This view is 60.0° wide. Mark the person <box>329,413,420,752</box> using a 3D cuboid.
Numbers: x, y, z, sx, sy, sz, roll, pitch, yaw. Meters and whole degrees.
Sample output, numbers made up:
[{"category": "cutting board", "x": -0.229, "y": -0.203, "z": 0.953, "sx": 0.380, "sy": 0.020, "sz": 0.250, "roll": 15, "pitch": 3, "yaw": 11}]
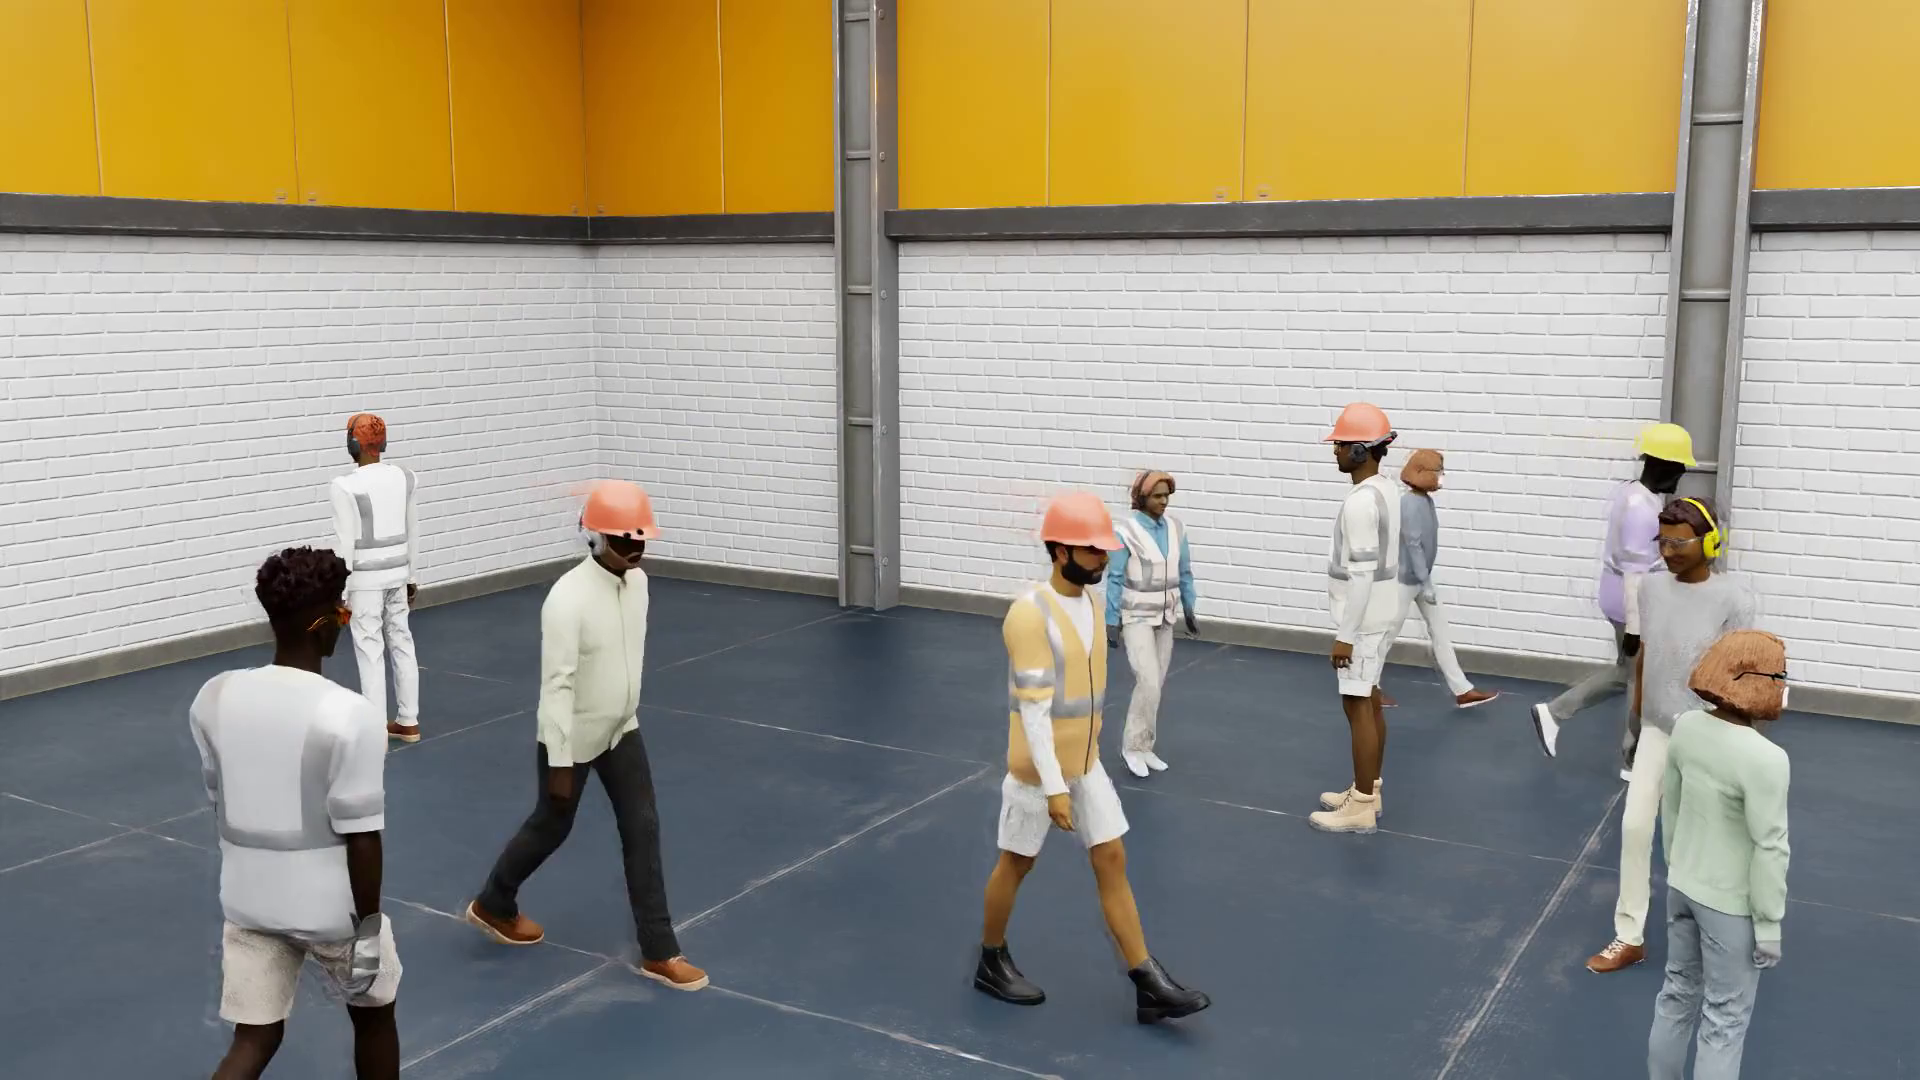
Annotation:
[{"category": "person", "x": -3.245, "y": 0.237, "z": 9.237, "sx": 0.349, "sy": 1.881, "sz": 0.584, "roll": 5, "pitch": 10, "yaw": 28}]

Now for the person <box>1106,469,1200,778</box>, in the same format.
[{"category": "person", "x": 1.031, "y": 0.441, "z": 8.764, "sx": 0.525, "sy": 1.626, "sz": 0.446, "roll": -8, "pitch": 12, "yaw": -39}]

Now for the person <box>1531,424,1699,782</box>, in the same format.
[{"category": "person", "x": 3.389, "y": 0.335, "z": 8.586, "sx": 0.700, "sy": 1.894, "sz": 0.636, "roll": 3, "pitch": 10, "yaw": 19}]

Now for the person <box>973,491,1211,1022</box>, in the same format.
[{"category": "person", "x": 0.429, "y": 0.780, "z": 5.814, "sx": 0.976, "sy": 1.888, "sz": 0.554, "roll": 8, "pitch": 12, "yaw": 40}]

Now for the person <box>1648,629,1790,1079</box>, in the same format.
[{"category": "person", "x": 2.231, "y": 1.061, "z": 4.867, "sx": 0.286, "sy": 1.631, "sz": 0.501, "roll": -1, "pitch": 9, "yaw": -9}]

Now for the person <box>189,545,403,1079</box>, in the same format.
[{"category": "person", "x": -1.814, "y": 0.974, "z": 4.494, "sx": 0.599, "sy": 1.937, "sz": 0.935, "roll": 2, "pitch": 9, "yaw": 14}]

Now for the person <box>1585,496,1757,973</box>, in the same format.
[{"category": "person", "x": 2.820, "y": 0.727, "z": 6.387, "sx": 0.887, "sy": 1.828, "sz": 0.530, "roll": -6, "pitch": 11, "yaw": -33}]

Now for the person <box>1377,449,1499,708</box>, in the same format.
[{"category": "person", "x": 2.816, "y": 0.257, "z": 10.020, "sx": 0.849, "sy": 1.593, "sz": 0.507, "roll": 6, "pitch": 11, "yaw": 34}]

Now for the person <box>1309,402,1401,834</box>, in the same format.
[{"category": "person", "x": 1.882, "y": 0.369, "z": 7.909, "sx": 0.375, "sy": 2.043, "sz": 0.611, "roll": 4, "pitch": 10, "yaw": 23}]

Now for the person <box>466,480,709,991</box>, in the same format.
[{"category": "person", "x": -1.467, "y": 0.706, "z": 6.248, "sx": 1.061, "sy": 1.920, "sz": 0.627, "roll": 5, "pitch": 10, "yaw": 27}]
